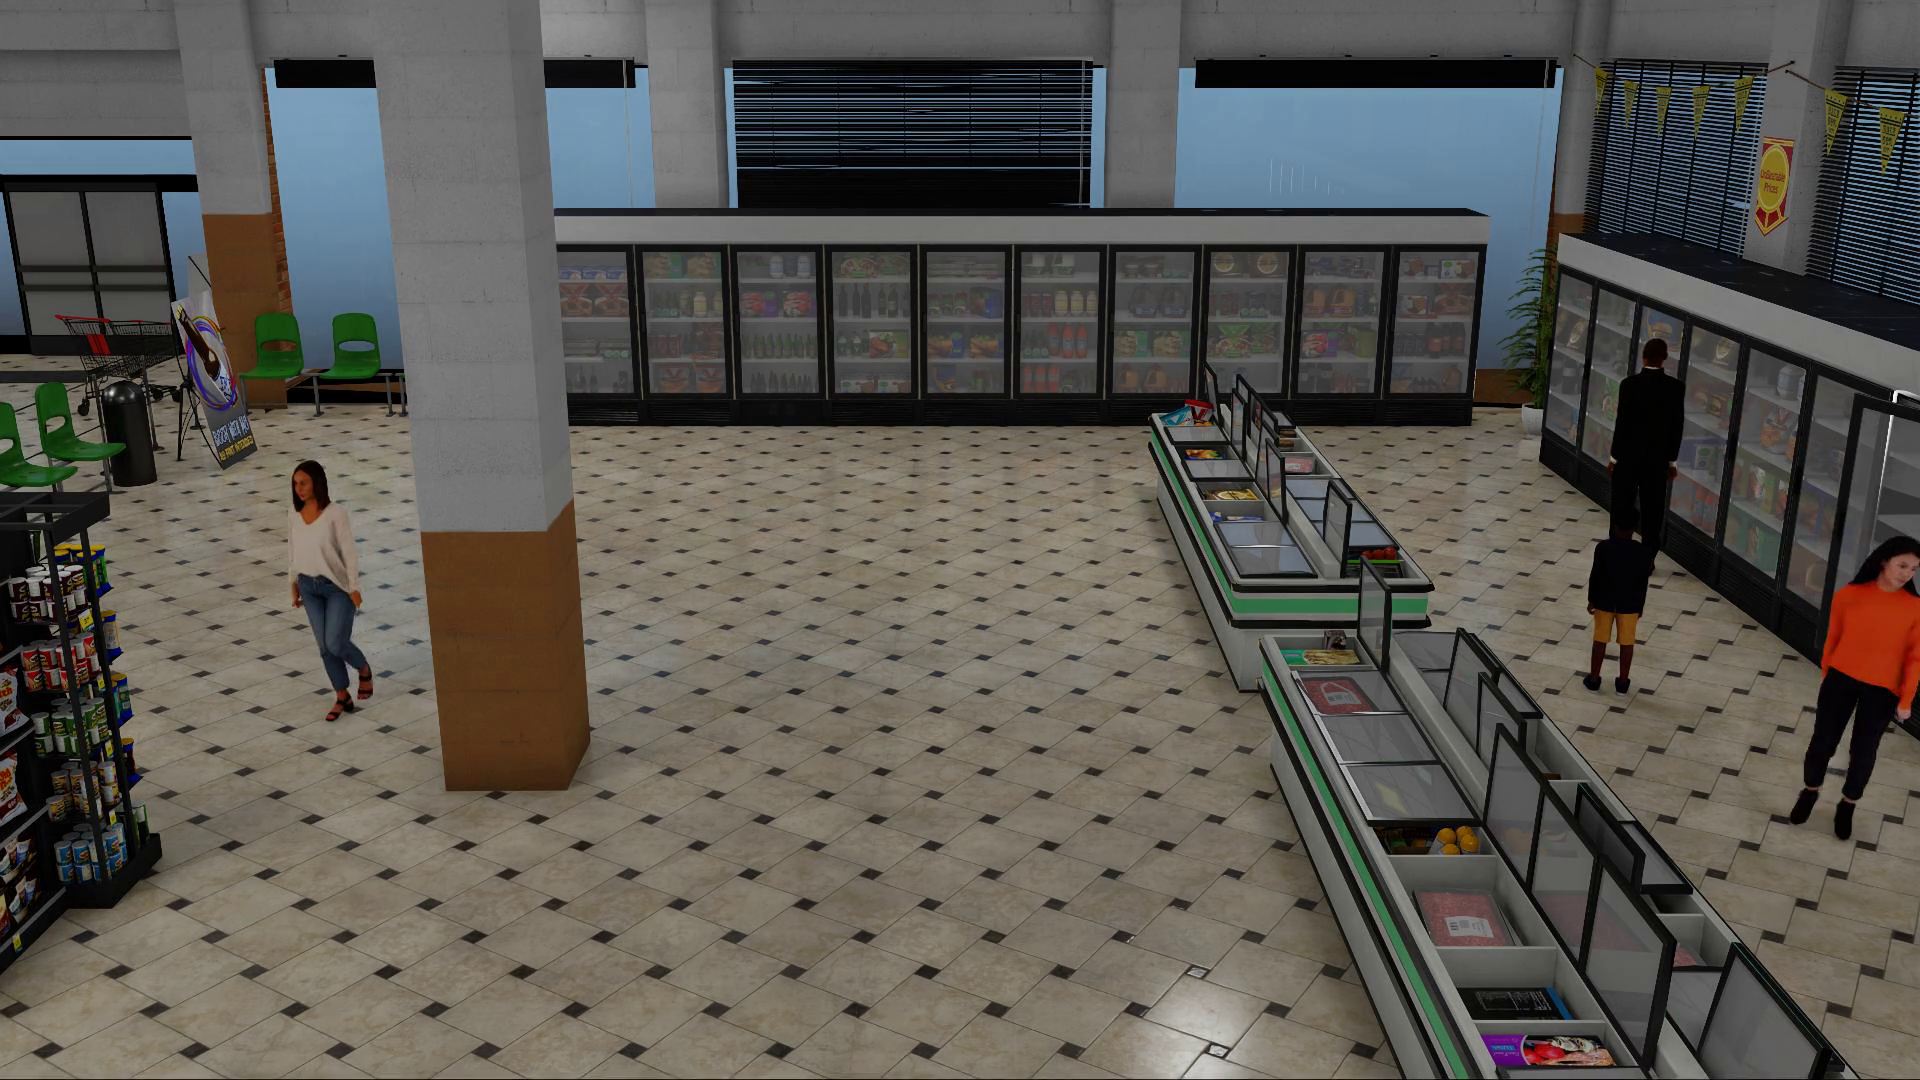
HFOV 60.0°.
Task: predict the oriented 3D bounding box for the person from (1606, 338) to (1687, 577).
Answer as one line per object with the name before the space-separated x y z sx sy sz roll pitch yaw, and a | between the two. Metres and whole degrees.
person | 5.410 -0.655 13.172 0.717 1.904 0.648 2 17 7

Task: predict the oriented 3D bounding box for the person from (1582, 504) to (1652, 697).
person | 4.284 0.387 10.838 0.570 1.268 0.598 5 18 16

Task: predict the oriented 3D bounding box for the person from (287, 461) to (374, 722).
person | -3.907 0.296 10.445 0.747 1.670 0.785 6 18 19

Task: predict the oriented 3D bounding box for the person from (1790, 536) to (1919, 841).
person | 4.758 0.773 8.794 0.806 1.717 0.774 -14 22 -39
